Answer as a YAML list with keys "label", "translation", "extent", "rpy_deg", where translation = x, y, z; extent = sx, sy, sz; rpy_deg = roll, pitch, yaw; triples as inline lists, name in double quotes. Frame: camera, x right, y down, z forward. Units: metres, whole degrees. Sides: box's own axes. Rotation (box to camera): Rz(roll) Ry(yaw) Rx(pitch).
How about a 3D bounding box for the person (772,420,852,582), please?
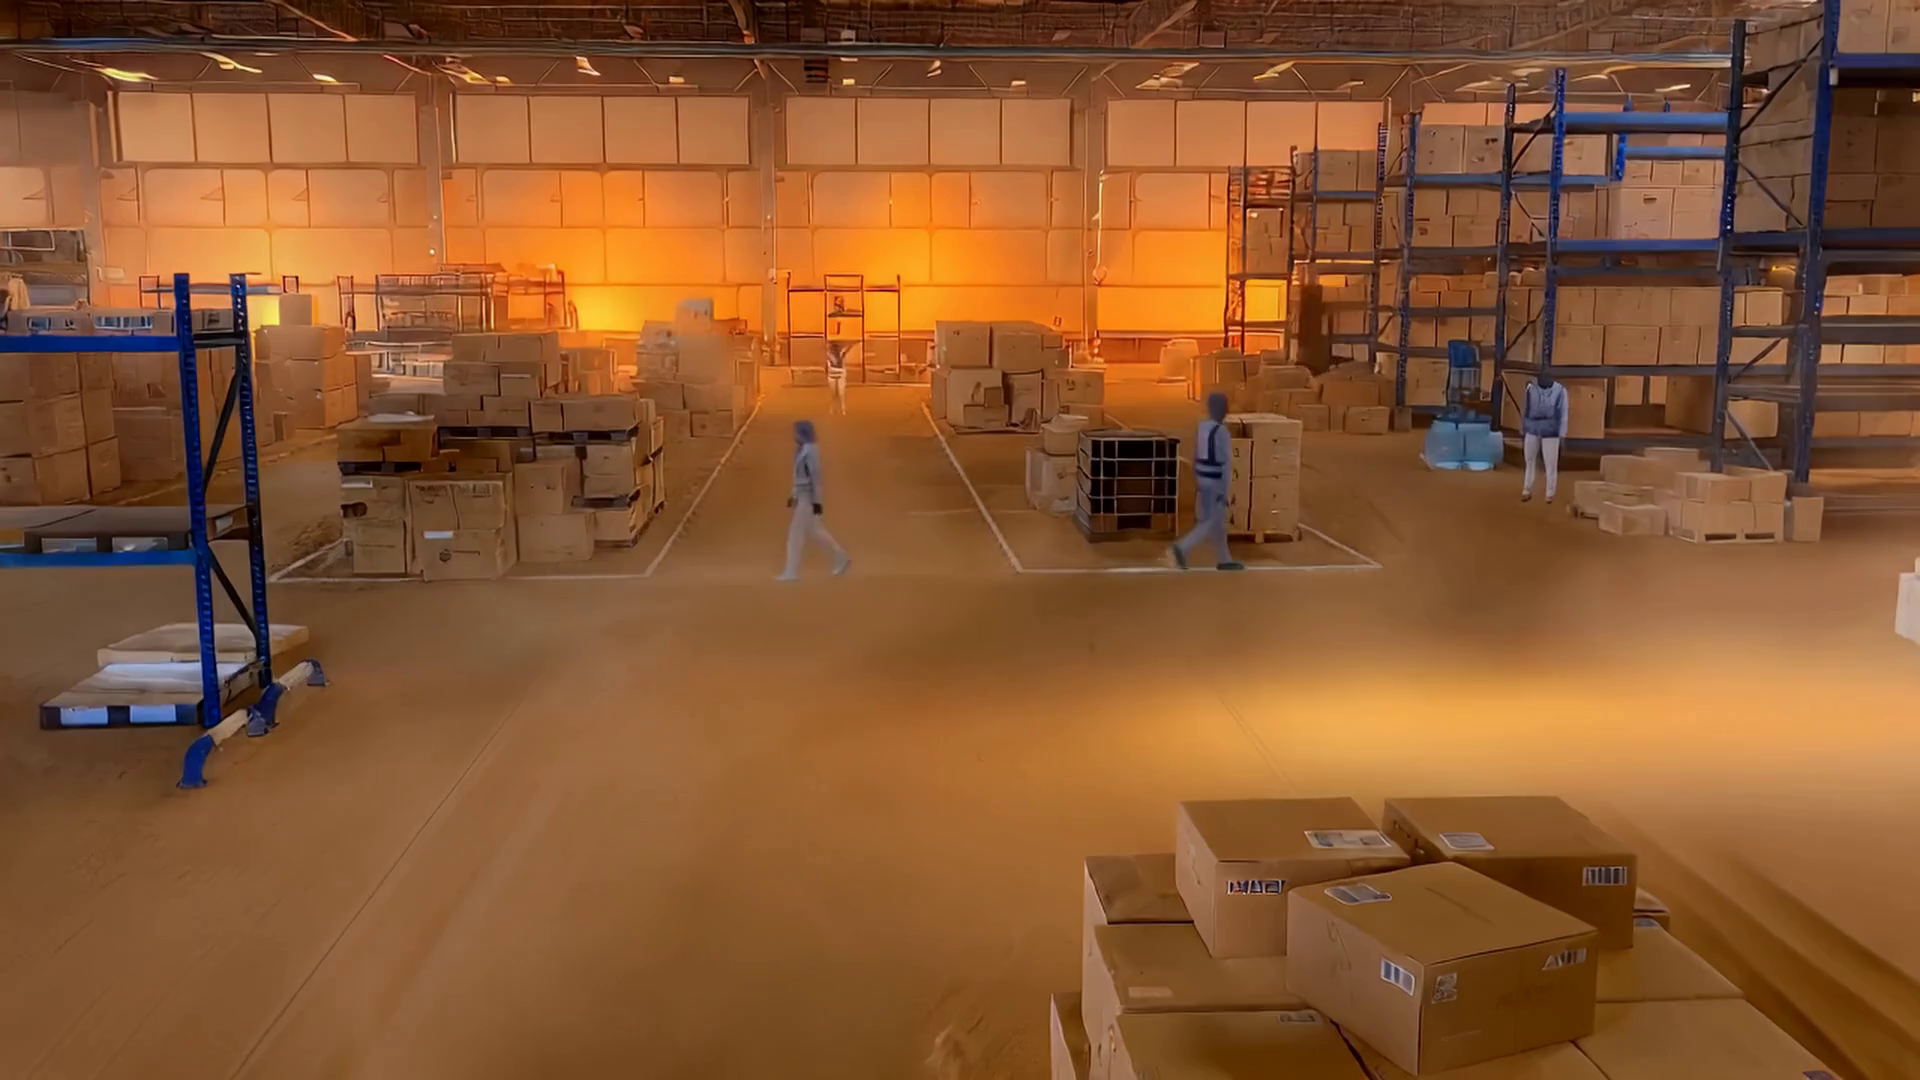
- label: "person"
  translation: [-1.465, -0.401, 16.545]
  extent: [0.815, 1.603, 0.518]
  rpy_deg: [-3, 9, -17]

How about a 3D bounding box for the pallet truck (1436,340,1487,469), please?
- label: "pallet truck"
  translation: [8.004, -2.170, 26.422]
  extent: [0.823, 1.965, 1.885]
  rpy_deg: [2, 9, 14]

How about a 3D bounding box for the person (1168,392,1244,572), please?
- label: "person"
  translation: [2.504, -0.570, 16.828]
  extent: [0.826, 1.859, 0.582]
  rpy_deg: [-3, 9, -17]

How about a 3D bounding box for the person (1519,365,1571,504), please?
- label: "person"
  translation: [7.741, -1.402, 22.083]
  extent: [0.621, 1.845, 0.429]
  rpy_deg: [5, 11, 30]

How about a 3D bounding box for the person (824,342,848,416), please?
- label: "person"
  translation: [-2.672, -3.472, 35.866]
  extent: [0.539, 1.590, 0.880]
  rpy_deg: [-2, 9, -15]

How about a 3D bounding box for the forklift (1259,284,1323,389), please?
- label: "forklift"
  translation: [7.450, -4.084, 35.671]
  extent: [1.873, 2.768, 1.129]
  rpy_deg: [-1, 9, -4]
